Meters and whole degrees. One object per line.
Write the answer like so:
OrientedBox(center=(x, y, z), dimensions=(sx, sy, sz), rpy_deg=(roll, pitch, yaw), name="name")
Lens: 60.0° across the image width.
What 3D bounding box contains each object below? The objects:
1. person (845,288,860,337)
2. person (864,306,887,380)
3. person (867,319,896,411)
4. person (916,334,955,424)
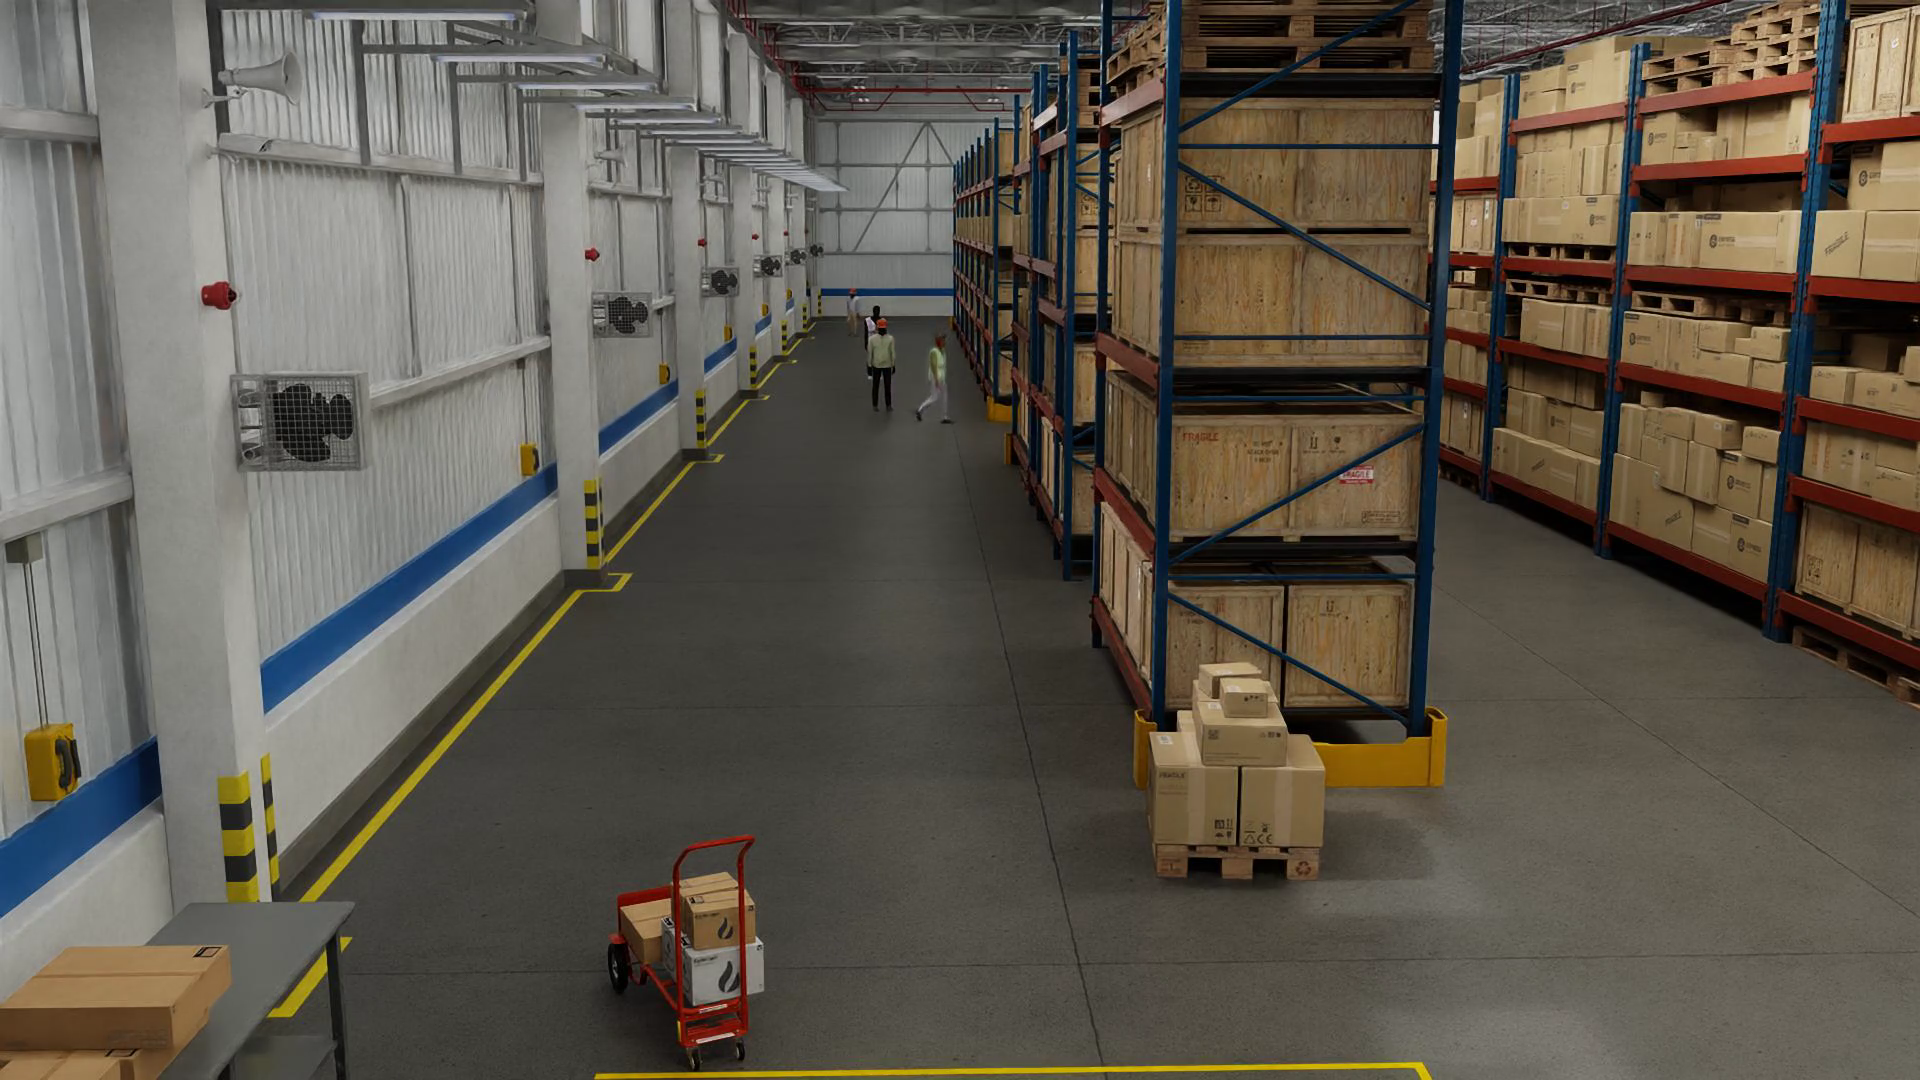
OrientedBox(center=(-3.775, -7.974, 58.354), dimensions=(0.564, 1.719, 0.580), rpy_deg=(5, 12, 25), name="person")
OrientedBox(center=(-2.171, -5.071, 42.785), dimensions=(0.598, 1.906, 0.413), rpy_deg=(-3, 11, -14), name="person")
OrientedBox(center=(-1.679, -3.752, 35.716), dimensions=(0.618, 1.986, 0.409), rpy_deg=(-3, 11, -16), name="person")
OrientedBox(center=(-0.494, -3.237, 33.453), dimensions=(0.715, 1.822, 0.581), rpy_deg=(5, 12, 23), name="person")
